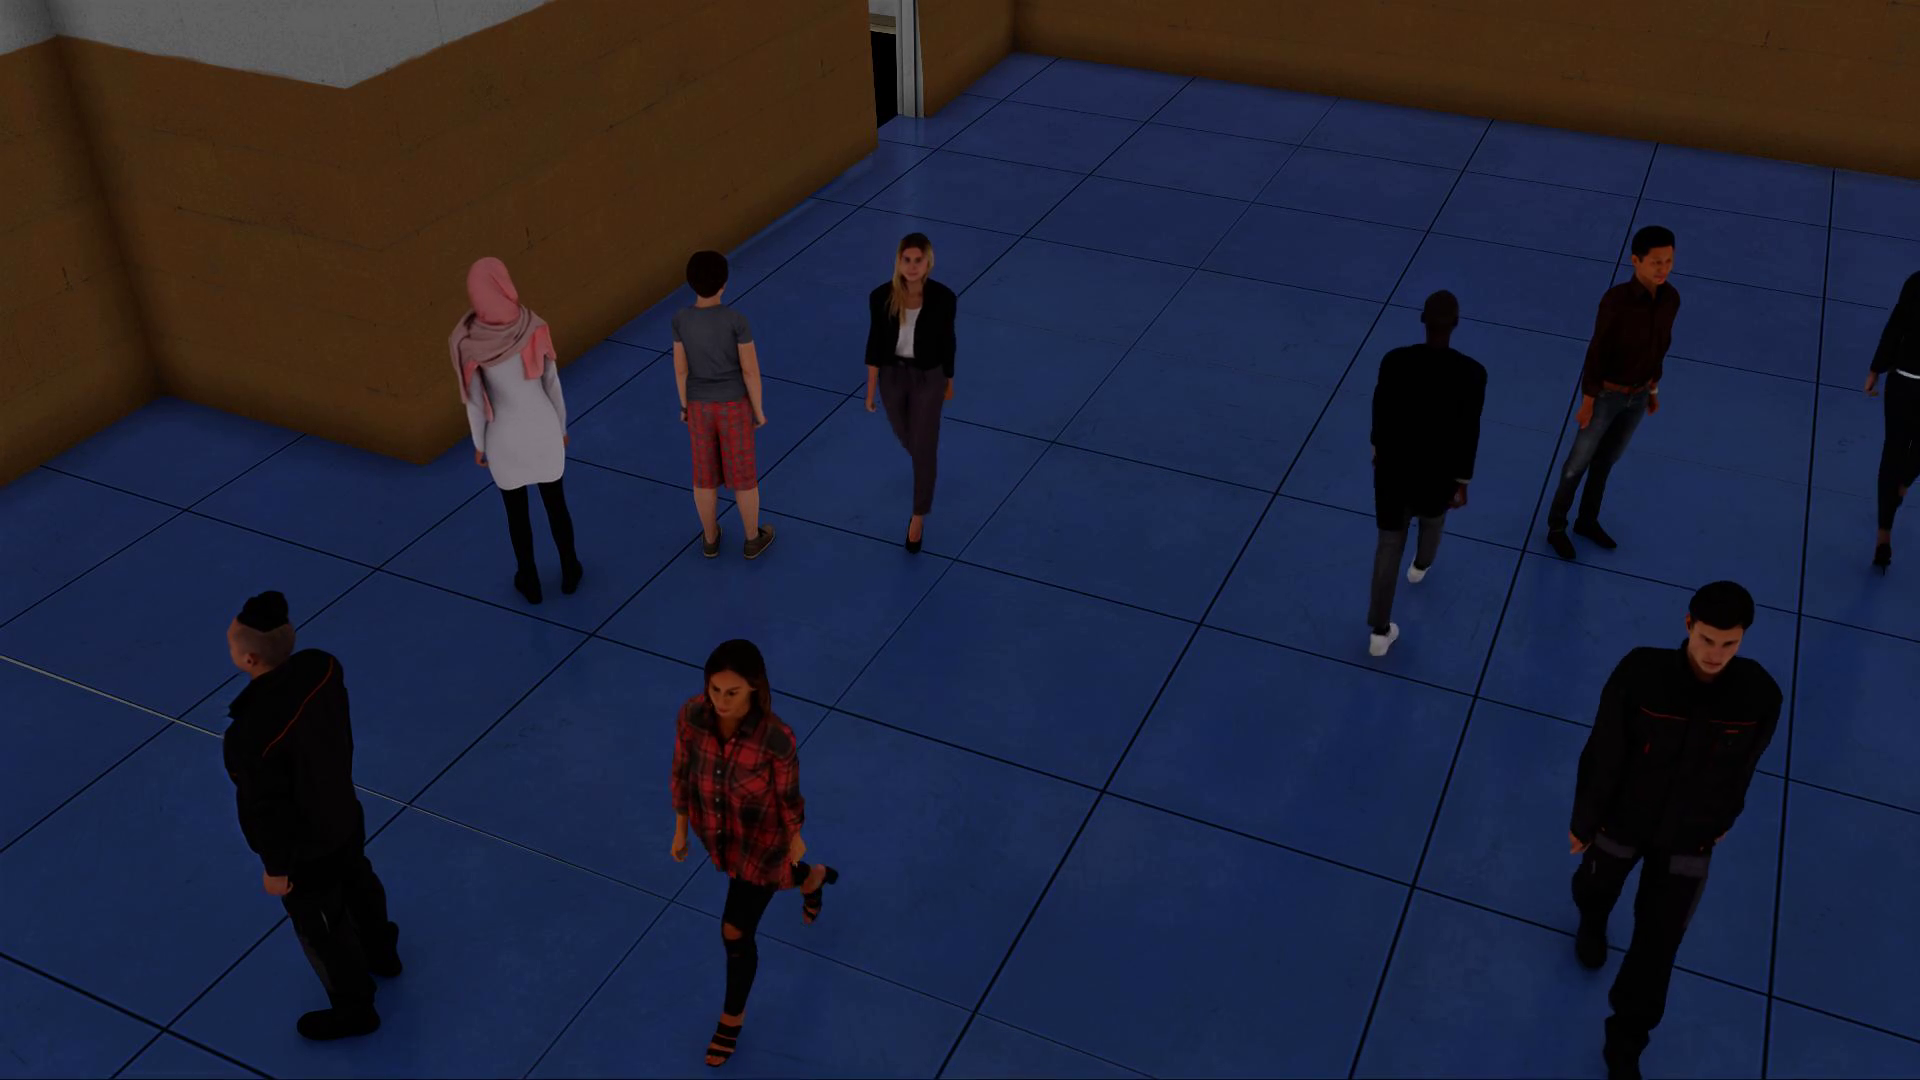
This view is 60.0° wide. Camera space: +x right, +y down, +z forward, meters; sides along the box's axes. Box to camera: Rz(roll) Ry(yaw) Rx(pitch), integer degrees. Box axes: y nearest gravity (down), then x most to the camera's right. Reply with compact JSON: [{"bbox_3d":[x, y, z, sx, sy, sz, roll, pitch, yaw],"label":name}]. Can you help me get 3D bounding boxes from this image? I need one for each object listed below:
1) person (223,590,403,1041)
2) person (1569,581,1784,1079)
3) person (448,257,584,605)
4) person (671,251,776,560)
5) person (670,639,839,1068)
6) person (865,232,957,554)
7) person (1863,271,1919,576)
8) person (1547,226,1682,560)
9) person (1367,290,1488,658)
[{"bbox_3d":[-2.225,0.937,5.684,0.766,1.861,0.840,3,34,4],"label":"person"},{"bbox_3d":[2.394,0.885,5.753,1.193,1.895,0.890,10,35,14],"label":"person"},{"bbox_3d":[-2.086,-0.500,7.918,0.736,1.803,0.792,-12,35,-17],"label":"person"},{"bbox_3d":[-1.200,-0.650,8.269,0.569,1.651,0.715,4,34,5],"label":"person"},{"bbox_3d":[-0.703,0.983,5.815,1.062,1.663,0.725,18,38,25],"label":"person"},{"bbox_3d":[-0.240,-0.812,8.541,1.040,1.632,0.846,5,34,8],"label":"person"},{"bbox_3d":[4.708,-0.652,8.149,0.936,1.799,0.702,15,36,21],"label":"person"},{"bbox_3d":[3.263,-0.738,8.295,0.697,1.781,0.752,-12,35,-17],"label":"person"},{"bbox_3d":[2.064,-0.251,7.628,1.110,1.710,0.752,13,36,19],"label":"person"}]
